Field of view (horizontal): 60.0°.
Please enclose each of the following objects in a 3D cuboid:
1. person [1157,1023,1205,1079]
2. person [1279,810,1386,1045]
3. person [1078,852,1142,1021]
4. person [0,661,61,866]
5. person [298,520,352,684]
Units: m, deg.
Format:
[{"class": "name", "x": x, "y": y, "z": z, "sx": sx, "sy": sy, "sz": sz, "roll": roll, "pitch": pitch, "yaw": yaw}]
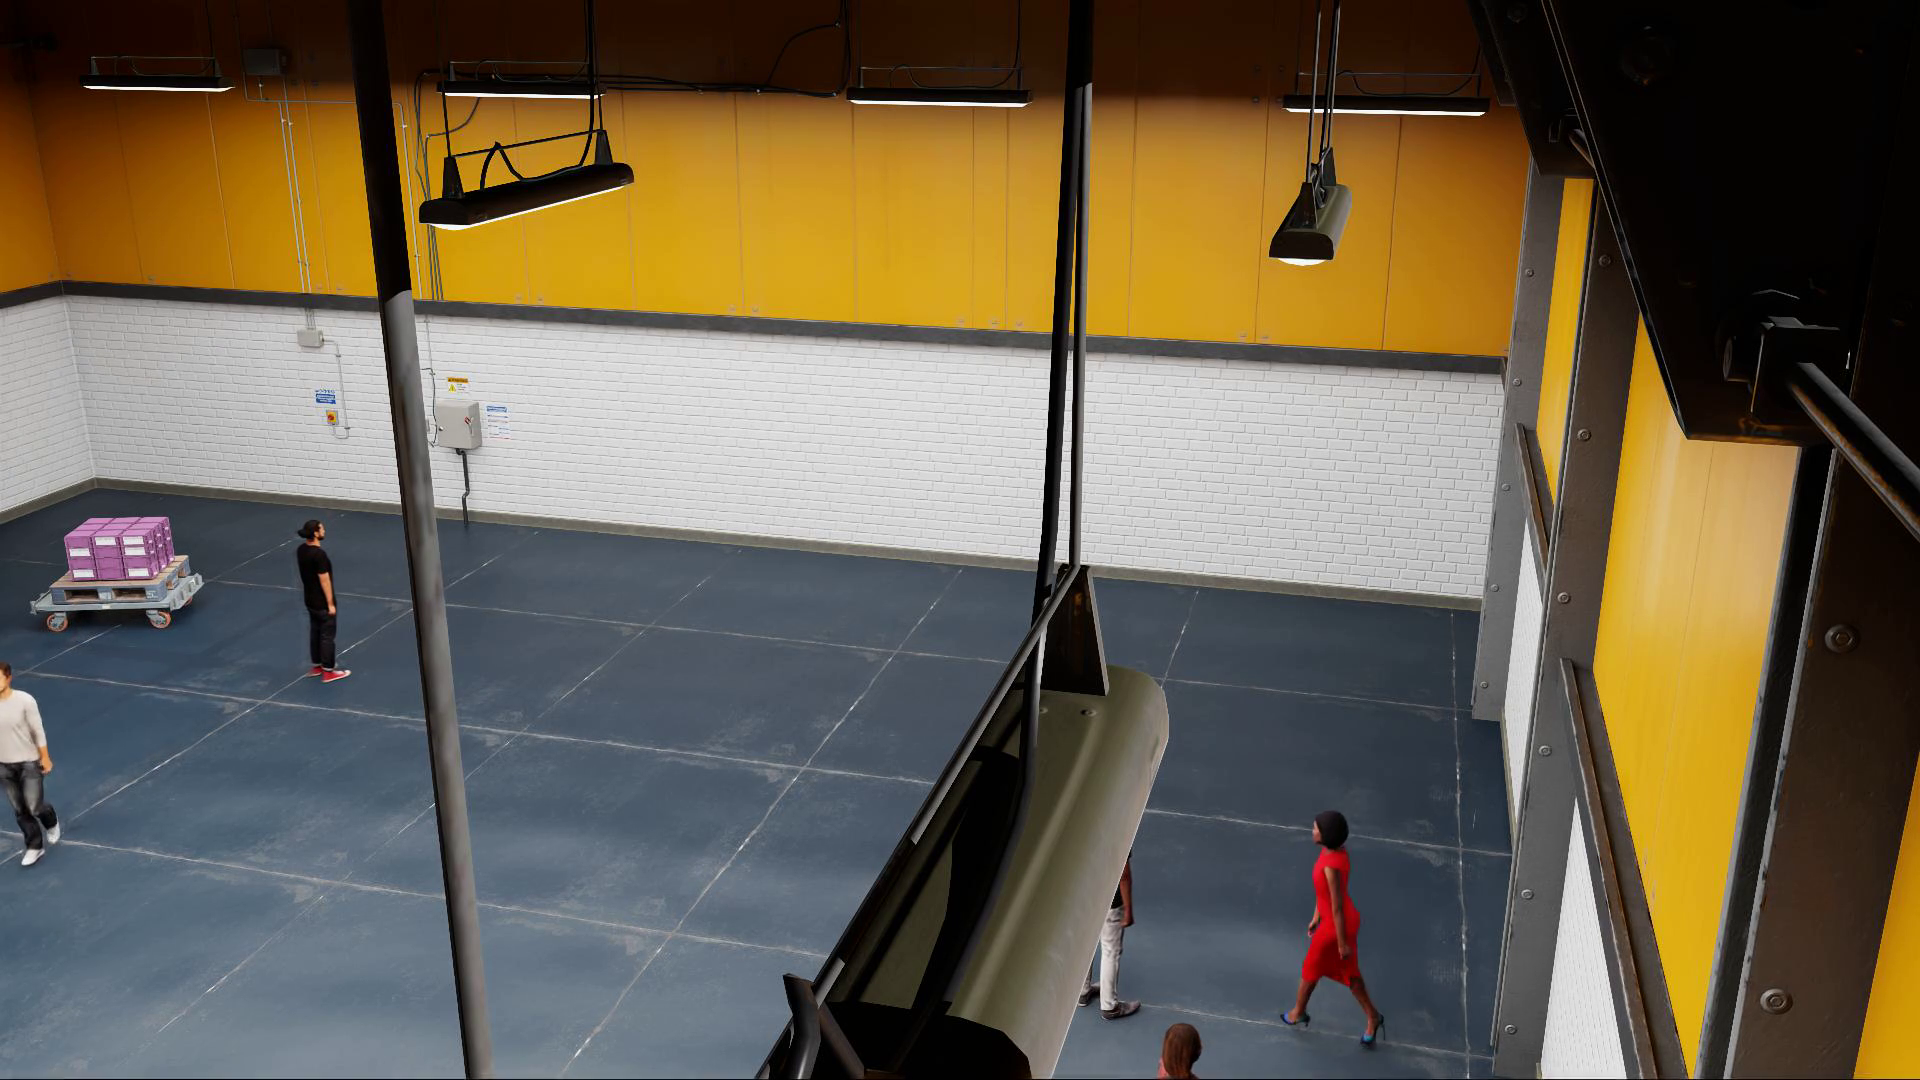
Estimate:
[{"class": "person", "x": 1.208, "y": 3.449, "z": 9.320, "sx": 0.767, "sy": 1.702, "sz": 0.669, "roll": -6, "pitch": 20, "yaw": -17}, {"class": "person", "x": 2.676, "y": 2.723, "z": 11.485, "sx": 0.732, "sy": 1.695, "sz": 0.921, "roll": 4, "pitch": 19, "yaw": 12}, {"class": "person", "x": 1.013, "y": 2.545, "z": 11.845, "sx": 0.789, "sy": 1.804, "sz": 0.763, "roll": -15, "pitch": 24, "yaw": -38}, {"class": "person", "x": -7.875, "y": 1.821, "z": 13.992, "sx": 0.785, "sy": 1.805, "sz": 0.843, "roll": -1, "pitch": 19, "yaw": -2}, {"class": "person", "x": -6.781, "y": 0.630, "z": 17.606, "sx": 0.701, "sy": 1.756, "sz": 0.694, "roll": 16, "pitch": 24, "yaw": 39}]
